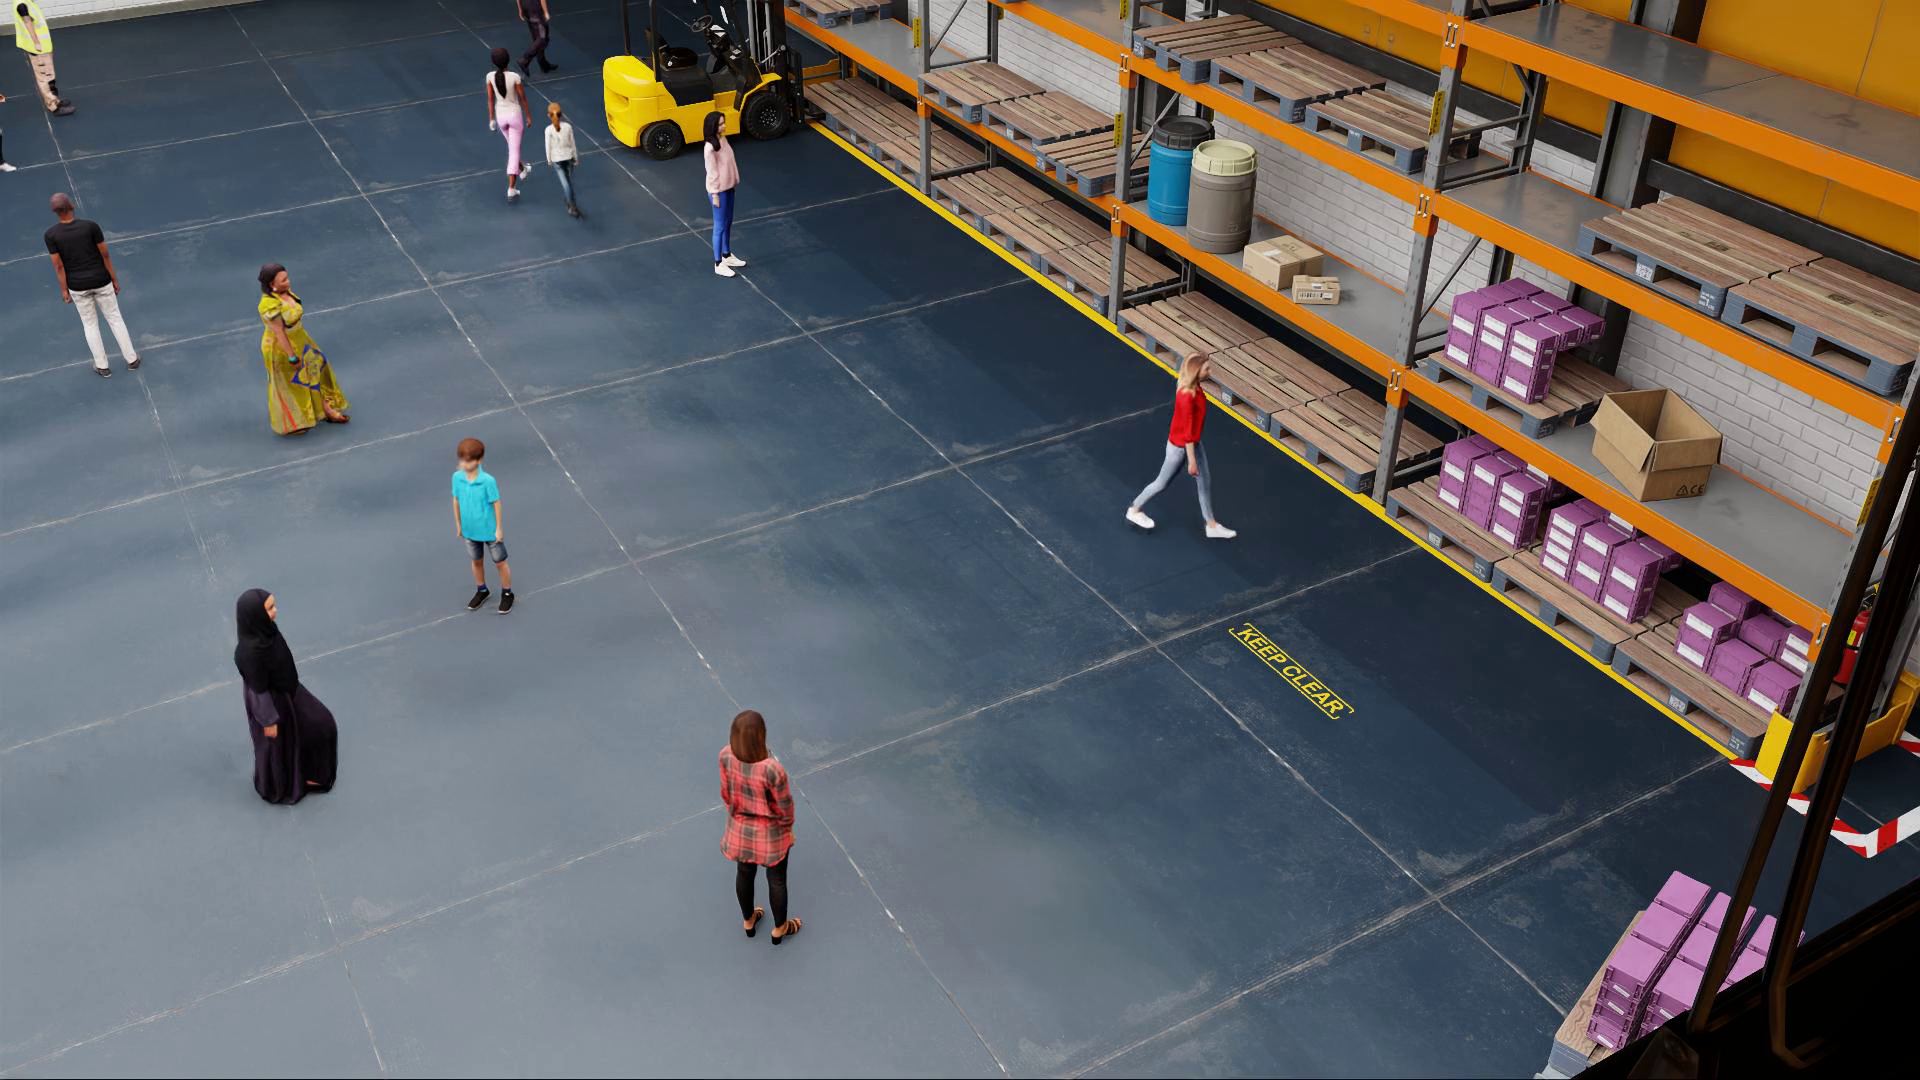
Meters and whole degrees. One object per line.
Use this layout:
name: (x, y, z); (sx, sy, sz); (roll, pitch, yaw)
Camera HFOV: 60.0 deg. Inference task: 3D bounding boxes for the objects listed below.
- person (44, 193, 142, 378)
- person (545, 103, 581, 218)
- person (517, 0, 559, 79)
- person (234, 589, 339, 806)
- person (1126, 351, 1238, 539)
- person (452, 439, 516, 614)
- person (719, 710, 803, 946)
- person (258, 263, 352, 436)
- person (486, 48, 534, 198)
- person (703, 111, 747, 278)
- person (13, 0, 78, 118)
person: (-8.199, -2.400, 15.668); (0.652, 1.803, 0.590); (-19, 38, -26)
person: (-4.514, -4.319, 19.005); (0.481, 1.304, 0.754); (-17, 37, -23)
person: (-5.964, -7.305, 23.020); (1.035, 1.835, 0.952); (23, 40, 30)
person: (-4.496, 0.998, 10.735); (0.982, 1.605, 0.937); (3, 34, 5)
person: (1.713, -0.735, 13.294); (1.201, 1.658, 1.120); (9, 35, 14)
person: (-3.615, -0.121, 12.560); (0.595, 1.449, 0.645); (6, 34, 9)
person: (-1.169, 1.665, 9.643); (0.675, 1.704, 0.762); (14, 36, 19)
person: (-6.037, -1.674, 14.725); (1.037, 1.638, 0.999); (-1, 34, -2)
person: (-5.280, -4.844, 19.445); (1.077, 1.692, 1.236); (4, 34, 6)
person: (-2.538, -3.693, 17.644); (0.767, 1.769, 0.720); (10, 35, 15)
person: (-12.108, -6.529, 21.843); (0.736, 1.845, 0.607); (-18, 38, -25)
